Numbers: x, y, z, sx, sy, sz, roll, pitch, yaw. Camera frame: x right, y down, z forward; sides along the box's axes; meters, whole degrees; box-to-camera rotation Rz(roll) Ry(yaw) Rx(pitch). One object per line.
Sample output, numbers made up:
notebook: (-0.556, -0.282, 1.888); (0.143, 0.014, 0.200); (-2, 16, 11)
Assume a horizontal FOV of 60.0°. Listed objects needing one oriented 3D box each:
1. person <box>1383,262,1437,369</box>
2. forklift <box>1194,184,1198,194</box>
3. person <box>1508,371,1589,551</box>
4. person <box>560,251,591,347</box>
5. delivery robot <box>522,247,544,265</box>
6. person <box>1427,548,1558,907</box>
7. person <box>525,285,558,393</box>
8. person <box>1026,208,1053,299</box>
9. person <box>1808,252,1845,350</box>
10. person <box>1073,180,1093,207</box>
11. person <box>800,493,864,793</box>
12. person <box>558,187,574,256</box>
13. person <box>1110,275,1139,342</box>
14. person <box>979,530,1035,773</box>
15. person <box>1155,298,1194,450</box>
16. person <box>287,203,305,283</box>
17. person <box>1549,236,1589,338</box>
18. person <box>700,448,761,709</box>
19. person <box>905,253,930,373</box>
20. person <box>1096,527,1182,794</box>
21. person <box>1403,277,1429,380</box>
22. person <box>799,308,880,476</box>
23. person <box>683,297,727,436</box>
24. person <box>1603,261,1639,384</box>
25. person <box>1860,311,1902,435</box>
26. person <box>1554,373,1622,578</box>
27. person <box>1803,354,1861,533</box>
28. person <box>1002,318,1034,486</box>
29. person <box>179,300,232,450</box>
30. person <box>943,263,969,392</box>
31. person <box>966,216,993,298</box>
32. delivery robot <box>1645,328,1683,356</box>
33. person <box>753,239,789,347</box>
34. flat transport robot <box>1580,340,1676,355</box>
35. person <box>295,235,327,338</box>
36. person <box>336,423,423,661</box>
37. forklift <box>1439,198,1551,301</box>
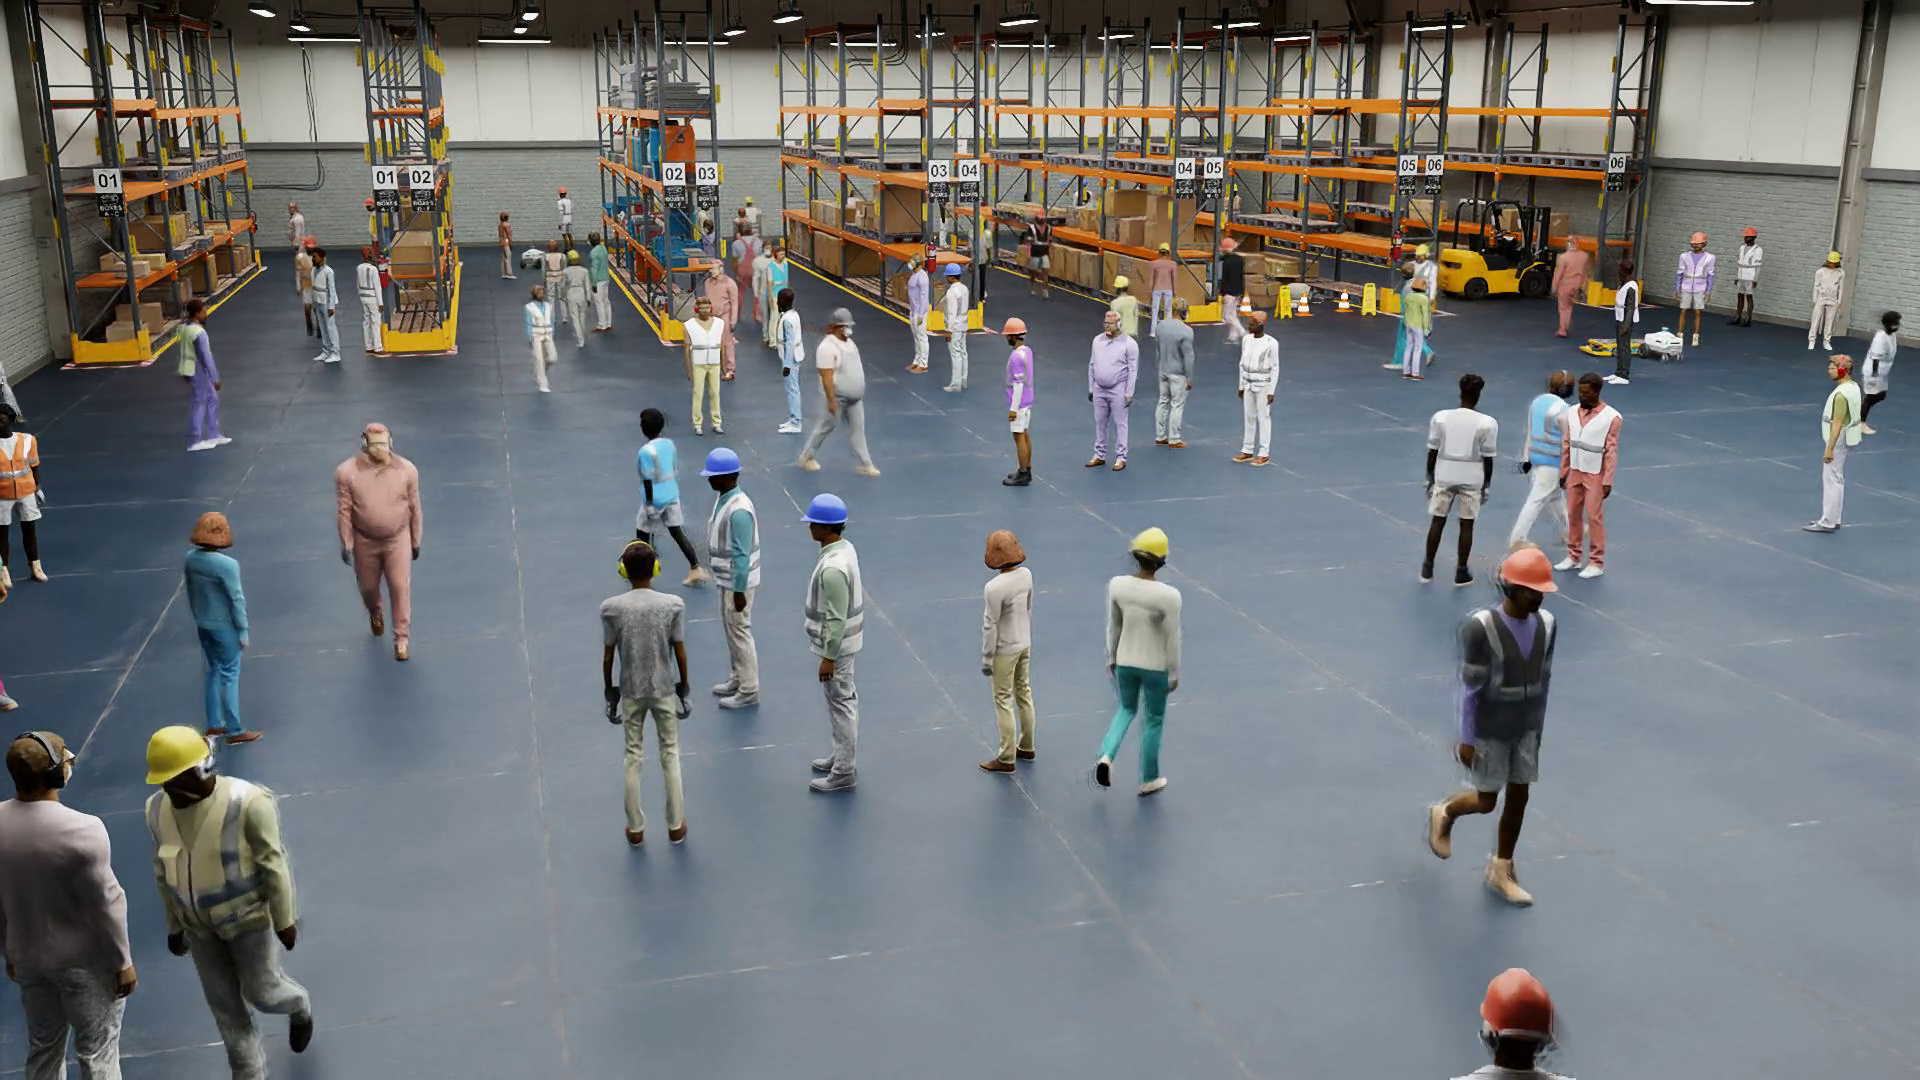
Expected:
person: (7.376, -3.637, 27.116); (0.775, 1.796, 0.569); (6, 16, 22)
forklift: (7.392, -11.333, 53.972); (1.873, 2.768, 1.129); (-4, 15, -15)
person: (5.867, -0.771, 16.317); (0.967, 1.785, 0.635); (-2, 15, -6)
person: (-6.966, -4.359, 29.990); (0.502, 1.689, 0.863); (-9, 18, -32)
delivery robot: (-11.210, -7.458, 43.671); (0.477, 0.478, 0.707); (3, 15, 10)
person: (2.975, 0.992, 9.233); (0.620, 2.024, 0.648); (-6, 16, -21)
person: (-6.340, -3.043, 25.181); (0.392, 1.628, 0.520); (14, 20, 42)
person: (1.761, -6.411, 37.156); (0.625, 2.000, 1.043); (-4, 15, -15)
person: (15.363, -4.235, 29.458); (0.484, 1.736, 0.305); (4, 15, 13)
person: (3.759, -10.017, 50.807); (0.605, 1.948, 0.404); (1, 15, 5)
person: (-0.808, 0.652, 10.656); (0.389, 1.949, 0.604); (0, 15, 1)
person: (-11.153, -8.973, 46.903); (0.373, 1.934, 0.551); (7, 16, 25)
person: (2.467, -3.133, 25.275); (0.548, 1.752, 0.426); (-11, 19, -37)
person: (0.311, 0.730, 10.992); (0.287, 1.625, 0.497); (10, 18, 32)
person: (2.718, -2.096, 21.050); (0.384, 1.928, 0.635); (-11, 19, -36)
person: (-16.061, -7.199, 40.295); (0.406, 1.903, 0.638); (-4, 15, -15)
person: (11.270, -4.712, 30.947); (0.686, 1.887, 0.546); (-6, 16, -20)
person: (-1.660, 0.272, 12.121); (0.418, 1.938, 0.616); (-5, 16, -17)
person: (-0.684, -3.683, 26.992); (0.373, 1.940, 0.628); (-4, 15, -15)
person: (1.137, 0.790, 10.519); (0.535, 1.756, 0.487); (11, 18, 35)
person: (7.230, -3.356, 26.367); (0.284, 1.628, 0.504); (-7, 17, -25)
person: (-1.461, -1.785, 19.655); (1.008, 2.000, 0.686); (9, 17, 30)
person: (-3.374, -2.305, 22.014); (0.560, 1.837, 0.390); (-8, 17, -29)
person: (10.381, -3.398, 25.969); (0.393, 1.915, 0.587); (3, 15, 10)
person: (12.085, -2.205, 21.950); (0.571, 1.660, 0.522); (-14, 20, -42)
person: (5.861, -0.617, 15.527); (0.401, 1.906, 0.598); (-8, 17, -28)
person: (8.990, -0.979, 17.024); (0.399, 1.834, 0.568); (10, 18, 34)
person: (0.652, -1.584, 19.100); (0.373, 1.933, 0.549); (4, 15, 15)
person: (-9.553, -2.103, 21.116); (0.714, 1.893, 0.633); (-13, 20, -41)
person: (-0.072, -3.222, 25.244); (0.405, 1.943, 0.615); (6, 16, 21)
person: (0.453, -6.262, 36.833); (0.601, 1.875, 0.932); (6, 16, 20)
delivery robot: (11.958, -3.359, 28.245); (0.477, 0.478, 0.707); (-2, 15, -8)
person: (-3.376, -4.397, 29.711); (0.642, 1.932, 0.373); (1, 15, 3)
flat transport robot: (11.642, -3.364, 28.987); (1.431, 0.197, 0.652); (0, 15, -1)
person: (-11.974, -4.681, 30.783); (0.569, 1.915, 0.460); (-7, 17, -26)
person: (-4.629, -0.026, 13.326); (0.645, 1.885, 0.789); (-4, 16, -16)
forklift: (11.913, -6.508, 37.130); (2.313, 2.155, 1.214); (-4, 15, -15)
